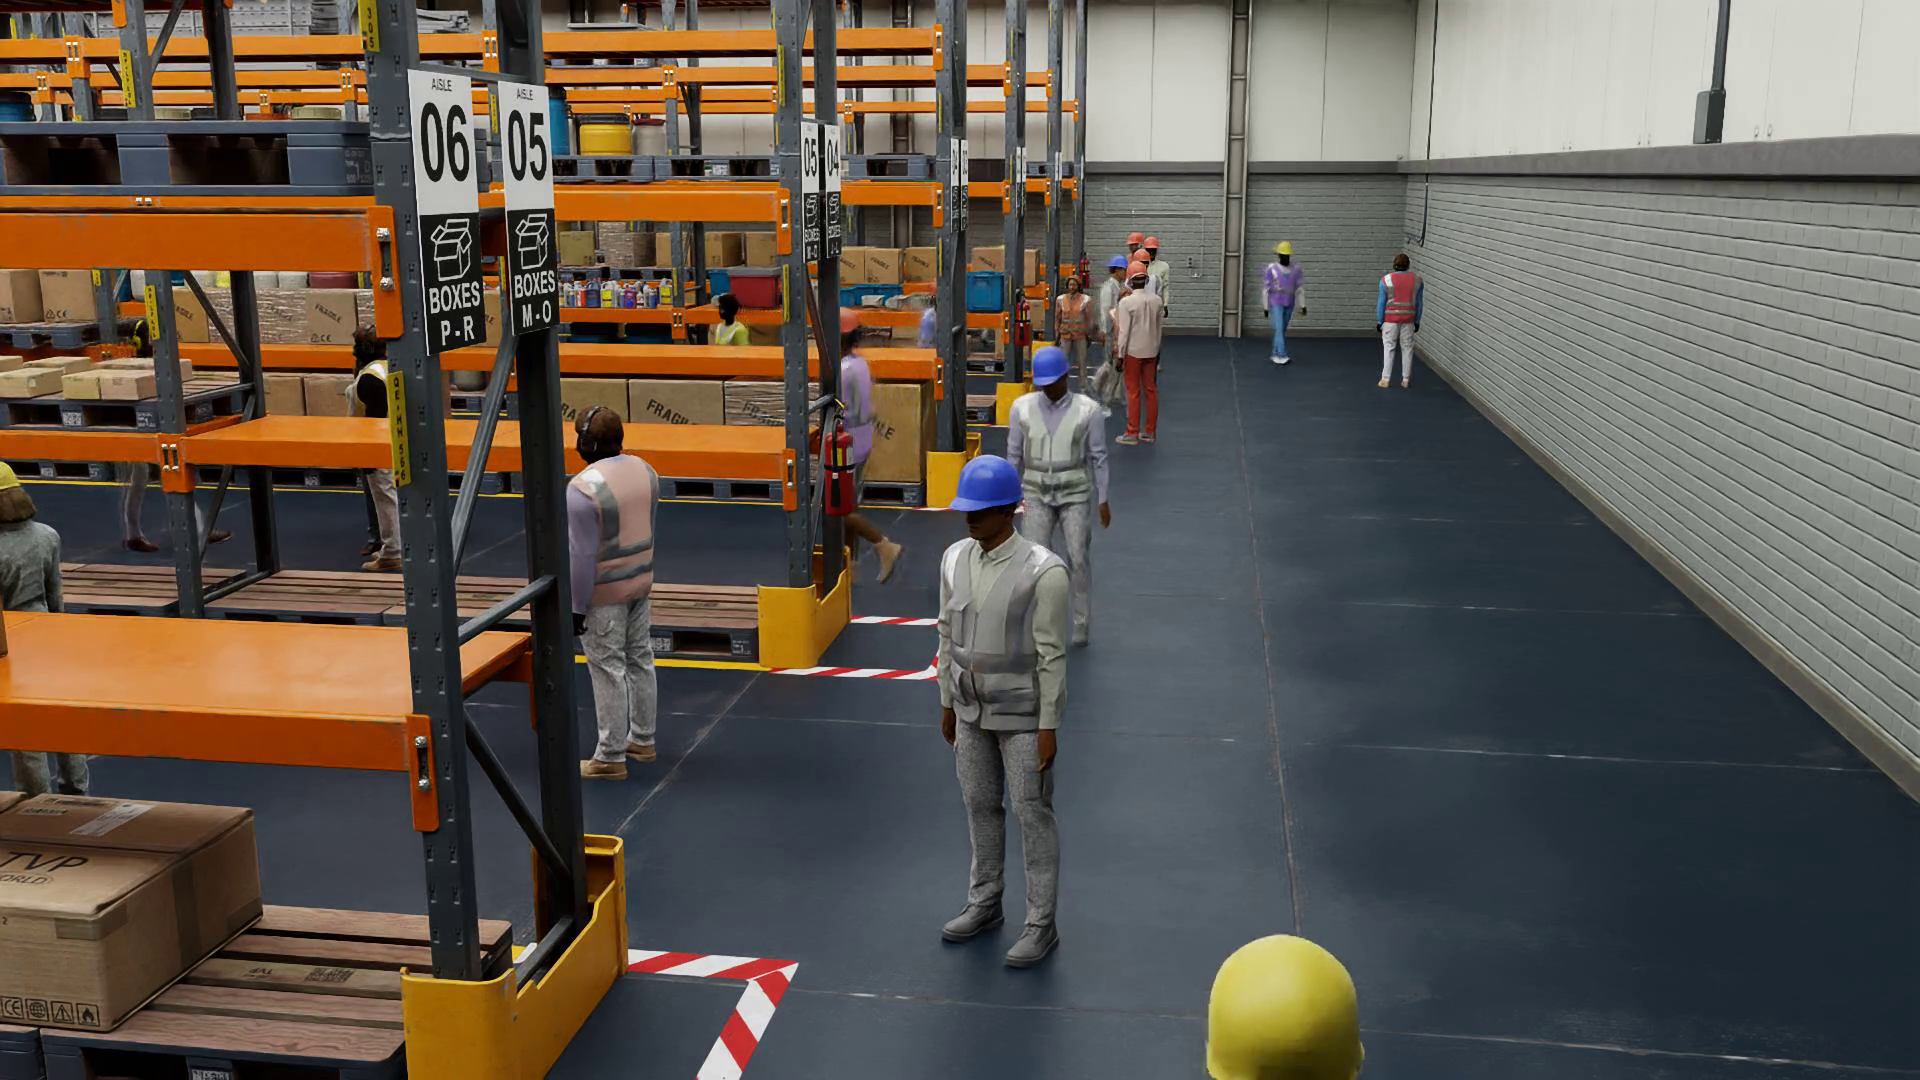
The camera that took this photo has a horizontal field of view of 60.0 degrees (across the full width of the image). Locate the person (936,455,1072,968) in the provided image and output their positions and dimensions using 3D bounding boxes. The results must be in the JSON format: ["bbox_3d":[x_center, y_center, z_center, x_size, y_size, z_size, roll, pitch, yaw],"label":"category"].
[{"bbox_3d":[0.143,0.634,6.254,0.606,1.941,0.416,11,16,40],"label":"person"}]

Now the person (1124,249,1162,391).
[{"bbox_3d":[2.448,-2.951,22.464,0.547,1.929,0.385,-3,13,-14],"label":"person"}]

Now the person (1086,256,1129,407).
[{"bbox_3d":[1.917,-2.637,21.099,0.565,1.906,0.651,6,14,27],"label":"person"}]

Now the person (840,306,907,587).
[{"bbox_3d":[-0.742,-0.630,11.746,0.638,2.030,0.632,3,13,12],"label":"person"}]

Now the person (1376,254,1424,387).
[{"bbox_3d":[6.060,-3.025,22.983,0.633,1.843,0.429,-1,13,-3],"label":"person"}]

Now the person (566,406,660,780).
[{"bbox_3d":[-1.727,0.258,8.160,0.430,1.845,0.619,6,14,25],"label":"person"}]

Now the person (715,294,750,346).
[{"bbox_3d":[-2.384,-1.778,17.730,0.443,1.686,0.539,-9,15,-35],"label":"person"}]

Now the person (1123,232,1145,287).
[{"bbox_3d":[2.837,-3.946,26.789,0.394,1.994,0.612,-10,16,-37],"label":"person"}]

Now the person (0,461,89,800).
[{"bbox_3d":[-4.141,0.500,7.311,0.309,1.735,0.484,3,13,13],"label":"person"}]

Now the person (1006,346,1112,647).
[{"bbox_3d":[0.599,-0.264,10.356,0.716,1.906,0.480,3,13,14],"label":"person"}]

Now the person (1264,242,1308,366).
[{"bbox_3d":[5.013,-3.624,25.594,0.610,1.875,0.966,-4,13,-15],"label":"person"}]

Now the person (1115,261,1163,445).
[{"bbox_3d":[1.941,-2.037,18.179,0.613,1.991,0.391,-9,15,-34],"label":"person"}]

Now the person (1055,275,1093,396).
[{"bbox_3d":[1.489,-2.649,21.773,0.513,1.630,0.318,4,13,17],"label":"person"}]

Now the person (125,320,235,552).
[{"bbox_3d":[-6.172,-0.784,12.888,0.922,1.825,0.561,2,13,9],"label":"person"}]

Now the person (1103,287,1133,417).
[{"bbox_3d":[1.953,-2.230,19.923,0.511,1.609,0.765,-2,13,-10],"label":"person"}]

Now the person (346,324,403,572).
[{"bbox_3d":[-4.342,-0.687,12.426,0.429,1.845,0.620,-1,13,-4],"label":"person"}]

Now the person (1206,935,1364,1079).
[{"bbox_3d":[0.447,1.496,2.416,0.605,1.908,0.458,5,13,20],"label":"person"}]

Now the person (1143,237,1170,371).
[{"bbox_3d":[2.824,-3.518,24.853,0.612,1.997,0.375,-1,13,-3],"label":"person"}]
